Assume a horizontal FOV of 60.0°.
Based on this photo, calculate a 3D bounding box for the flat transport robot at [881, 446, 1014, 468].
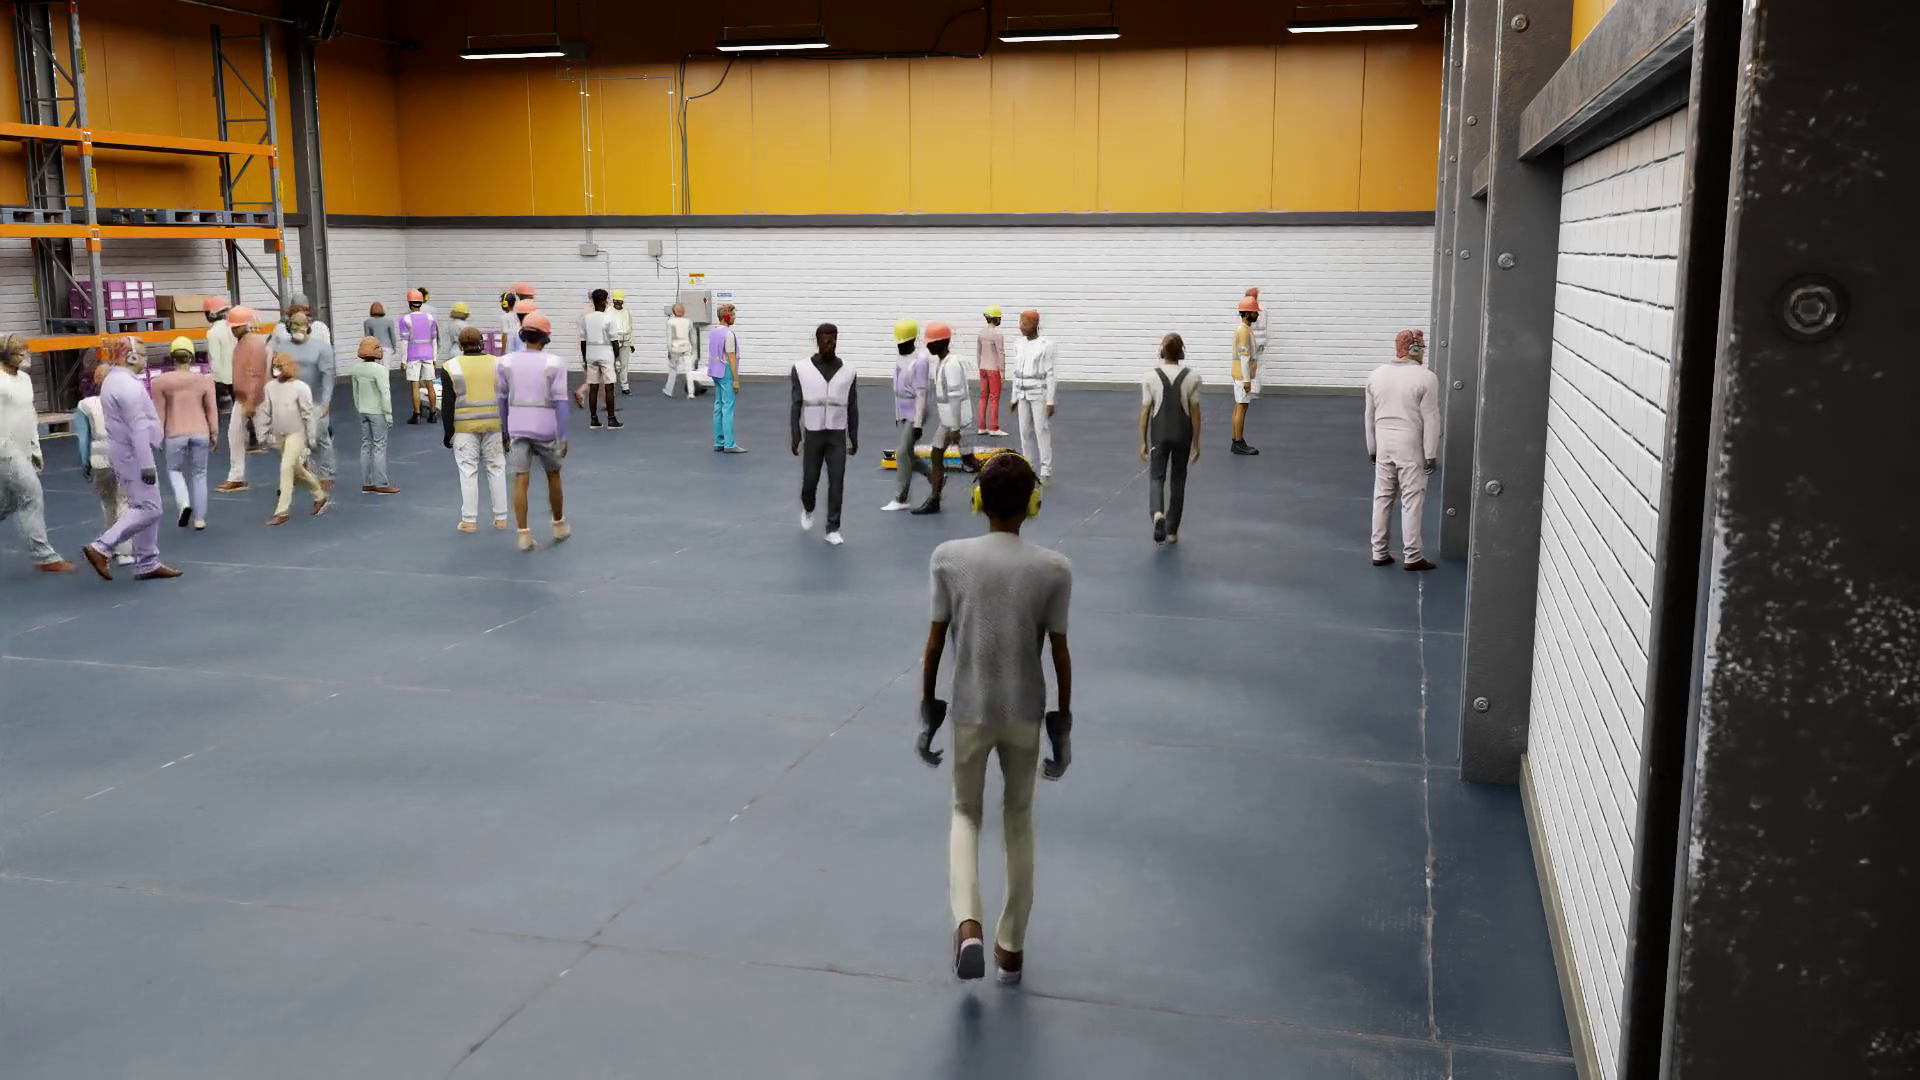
[{"bbox_3d":[-0.128,-0.952,19.148,1.431,0.197,0.652,3,10,15],"label":"flat transport robot"}]

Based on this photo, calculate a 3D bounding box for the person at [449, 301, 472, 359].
[{"bbox_3d":[-7.698,-2.804,25.542,0.418,1.720,0.555,-8,13,-40],"label":"person"}]

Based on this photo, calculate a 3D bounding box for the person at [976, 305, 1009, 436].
[{"bbox_3d":[0.441,-2.282,22.448,0.317,1.767,0.535,-8,13,-37],"label":"person"}]

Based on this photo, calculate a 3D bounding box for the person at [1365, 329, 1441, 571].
[{"bbox_3d":[3.521,-0.713,13.181,0.399,1.905,0.643,-9,13,-40],"label":"person"}]

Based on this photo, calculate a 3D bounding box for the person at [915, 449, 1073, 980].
[{"bbox_3d":[0.115,0.629,5.696,0.559,1.858,0.511,0,10,2],"label":"person"}]

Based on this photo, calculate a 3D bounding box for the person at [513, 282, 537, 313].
[{"bbox_3d":[-6.897,-3.063,26.236,1.042,2.000,0.625,2,10,9],"label":"person"}]

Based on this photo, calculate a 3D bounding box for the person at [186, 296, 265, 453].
[{"bbox_3d":[-9.101,-2.019,20.469,1.028,1.940,0.611,2,10,11],"label":"person"}]

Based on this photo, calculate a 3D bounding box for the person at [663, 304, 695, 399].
[{"bbox_3d":[-4.729,-3.180,28.029,0.530,1.591,0.838,-6,12,-31],"label":"person"}]

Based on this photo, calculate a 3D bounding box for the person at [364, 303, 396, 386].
[{"bbox_3d":[-10.011,-3.300,28.728,0.497,1.586,0.860,-3,10,-14],"label":"person"}]

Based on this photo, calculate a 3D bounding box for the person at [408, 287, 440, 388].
[{"bbox_3d":[-9.536,-3.561,29.546,0.492,1.844,0.791,0,10,2],"label":"person"}]

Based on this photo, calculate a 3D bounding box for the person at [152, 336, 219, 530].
[{"bbox_3d":[-6.918,-0.943,14.899,0.536,1.748,0.430,-5,11,-28],"label":"person"}]

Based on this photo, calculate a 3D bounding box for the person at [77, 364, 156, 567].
[{"bbox_3d":[-6.810,-0.619,13.496,0.522,1.608,0.783,-2,10,-10],"label":"person"}]

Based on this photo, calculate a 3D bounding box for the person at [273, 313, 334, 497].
[{"bbox_3d":[-6.724,-1.388,17.077,0.628,1.875,0.984,-1,10,-4],"label":"person"}]

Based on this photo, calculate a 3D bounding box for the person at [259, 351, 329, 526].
[{"bbox_3d":[-6.217,-0.969,15.510,0.509,1.596,0.852,4,11,23],"label":"person"}]

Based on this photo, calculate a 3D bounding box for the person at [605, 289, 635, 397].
[{"bbox_3d":[-5.822,-3.358,28.384,0.586,1.823,0.403,-8,13,-38],"label":"person"}]

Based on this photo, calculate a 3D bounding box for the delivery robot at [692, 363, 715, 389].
[{"bbox_3d":[-4.304,-2.798,28.537,0.707,0.478,0.477,2,10,11],"label":"delivery robot"}]

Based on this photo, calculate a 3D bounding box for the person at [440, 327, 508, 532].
[{"bbox_3d":[-4.341,-0.988,14.924,0.625,1.839,0.430,-6,12,-32],"label":"person"}]

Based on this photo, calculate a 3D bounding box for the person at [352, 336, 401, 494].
[{"bbox_3d":[-6.047,-1.287,17.179,0.507,1.636,0.275,6,12,32],"label":"person"}]

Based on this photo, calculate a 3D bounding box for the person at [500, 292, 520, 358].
[{"bbox_3d":[-6.774,-2.791,25.076,0.335,1.866,0.514,3,10,16],"label":"person"}]

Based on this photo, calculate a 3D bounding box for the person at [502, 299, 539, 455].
[{"bbox_3d":[-5.284,-1.958,20.176,0.639,1.922,0.567,-3,10,-15],"label":"person"}]

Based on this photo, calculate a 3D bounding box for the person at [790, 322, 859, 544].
[{"bbox_3d":[-1.178,-0.936,14.420,0.619,1.902,0.644,-3,11,-18],"label":"person"}]

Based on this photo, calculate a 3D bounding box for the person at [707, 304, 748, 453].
[{"bbox_3d":[-2.914,-1.994,20.589,0.389,1.847,0.563,-7,12,-34],"label":"person"}]

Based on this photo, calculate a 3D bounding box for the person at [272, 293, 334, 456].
[{"bbox_3d":[-8.100,-2.090,20.586,0.691,2.000,1.040,-2,10,-12],"label":"person"}]

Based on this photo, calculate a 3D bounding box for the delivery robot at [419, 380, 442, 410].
[{"bbox_3d":[-7.845,-2.150,24.862,0.477,0.478,0.707,-6,12,-33],"label":"delivery robot"}]

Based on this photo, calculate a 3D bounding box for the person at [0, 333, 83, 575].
[{"bbox_3d":[-7.394,-0.650,12.842,0.922,1.905,0.649,-2,10,-10],"label":"person"}]

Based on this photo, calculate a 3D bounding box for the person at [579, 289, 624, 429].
[{"bbox_3d":[-5.019,-2.529,23.278,0.603,1.966,0.367,3,10,17],"label":"person"}]

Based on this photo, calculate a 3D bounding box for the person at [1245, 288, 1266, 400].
[{"bbox_3d":[4.932,-3.272,27.815,0.365,1.858,0.687,8,13,37],"label":"person"}]

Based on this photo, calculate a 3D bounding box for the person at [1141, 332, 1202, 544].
[{"bbox_3d":[1.797,-0.844,14.134,0.513,1.829,0.606,1,10,7],"label":"person"}]

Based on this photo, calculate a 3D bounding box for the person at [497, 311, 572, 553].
[{"bbox_3d":[-3.591,-0.929,14.122,0.629,2.003,0.934,0,10,0],"label":"person"}]

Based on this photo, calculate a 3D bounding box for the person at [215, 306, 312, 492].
[{"bbox_3d":[-7.361,-1.488,17.454,0.601,1.954,0.904,8,13,40],"label":"person"}]

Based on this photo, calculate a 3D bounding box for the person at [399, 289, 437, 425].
[{"bbox_3d":[-7.790,-2.627,23.916,0.543,1.939,0.359,-9,13,-40],"label":"person"}]

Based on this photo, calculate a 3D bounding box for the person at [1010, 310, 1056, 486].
[{"bbox_3d":[0.796,-1.520,17.858,0.337,1.879,0.640,-9,13,-41],"label":"person"}]

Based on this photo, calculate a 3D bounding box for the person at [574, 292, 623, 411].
[{"bbox_3d":[-5.617,-2.936,25.781,0.636,1.887,0.648,1,10,5],"label":"person"}]

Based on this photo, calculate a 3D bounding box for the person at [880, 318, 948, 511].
[{"bbox_3d":[-0.427,-1.211,16.088,0.689,1.880,0.630,-5,11,-27],"label":"person"}]

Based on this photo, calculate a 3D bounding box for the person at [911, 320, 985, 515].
[{"bbox_3d":[0.045,-1.164,15.874,0.972,1.875,0.559,-3,10,-16],"label":"person"}]

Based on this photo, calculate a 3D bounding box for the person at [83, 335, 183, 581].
[{"bbox_3d":[-6.307,-0.600,12.588,0.589,1.881,0.656,-6,12,-32],"label":"person"}]

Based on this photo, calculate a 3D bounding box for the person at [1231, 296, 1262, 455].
[{"bbox_3d":[3.523,-2.021,20.484,0.360,1.939,0.543,1,10,4],"label":"person"}]
